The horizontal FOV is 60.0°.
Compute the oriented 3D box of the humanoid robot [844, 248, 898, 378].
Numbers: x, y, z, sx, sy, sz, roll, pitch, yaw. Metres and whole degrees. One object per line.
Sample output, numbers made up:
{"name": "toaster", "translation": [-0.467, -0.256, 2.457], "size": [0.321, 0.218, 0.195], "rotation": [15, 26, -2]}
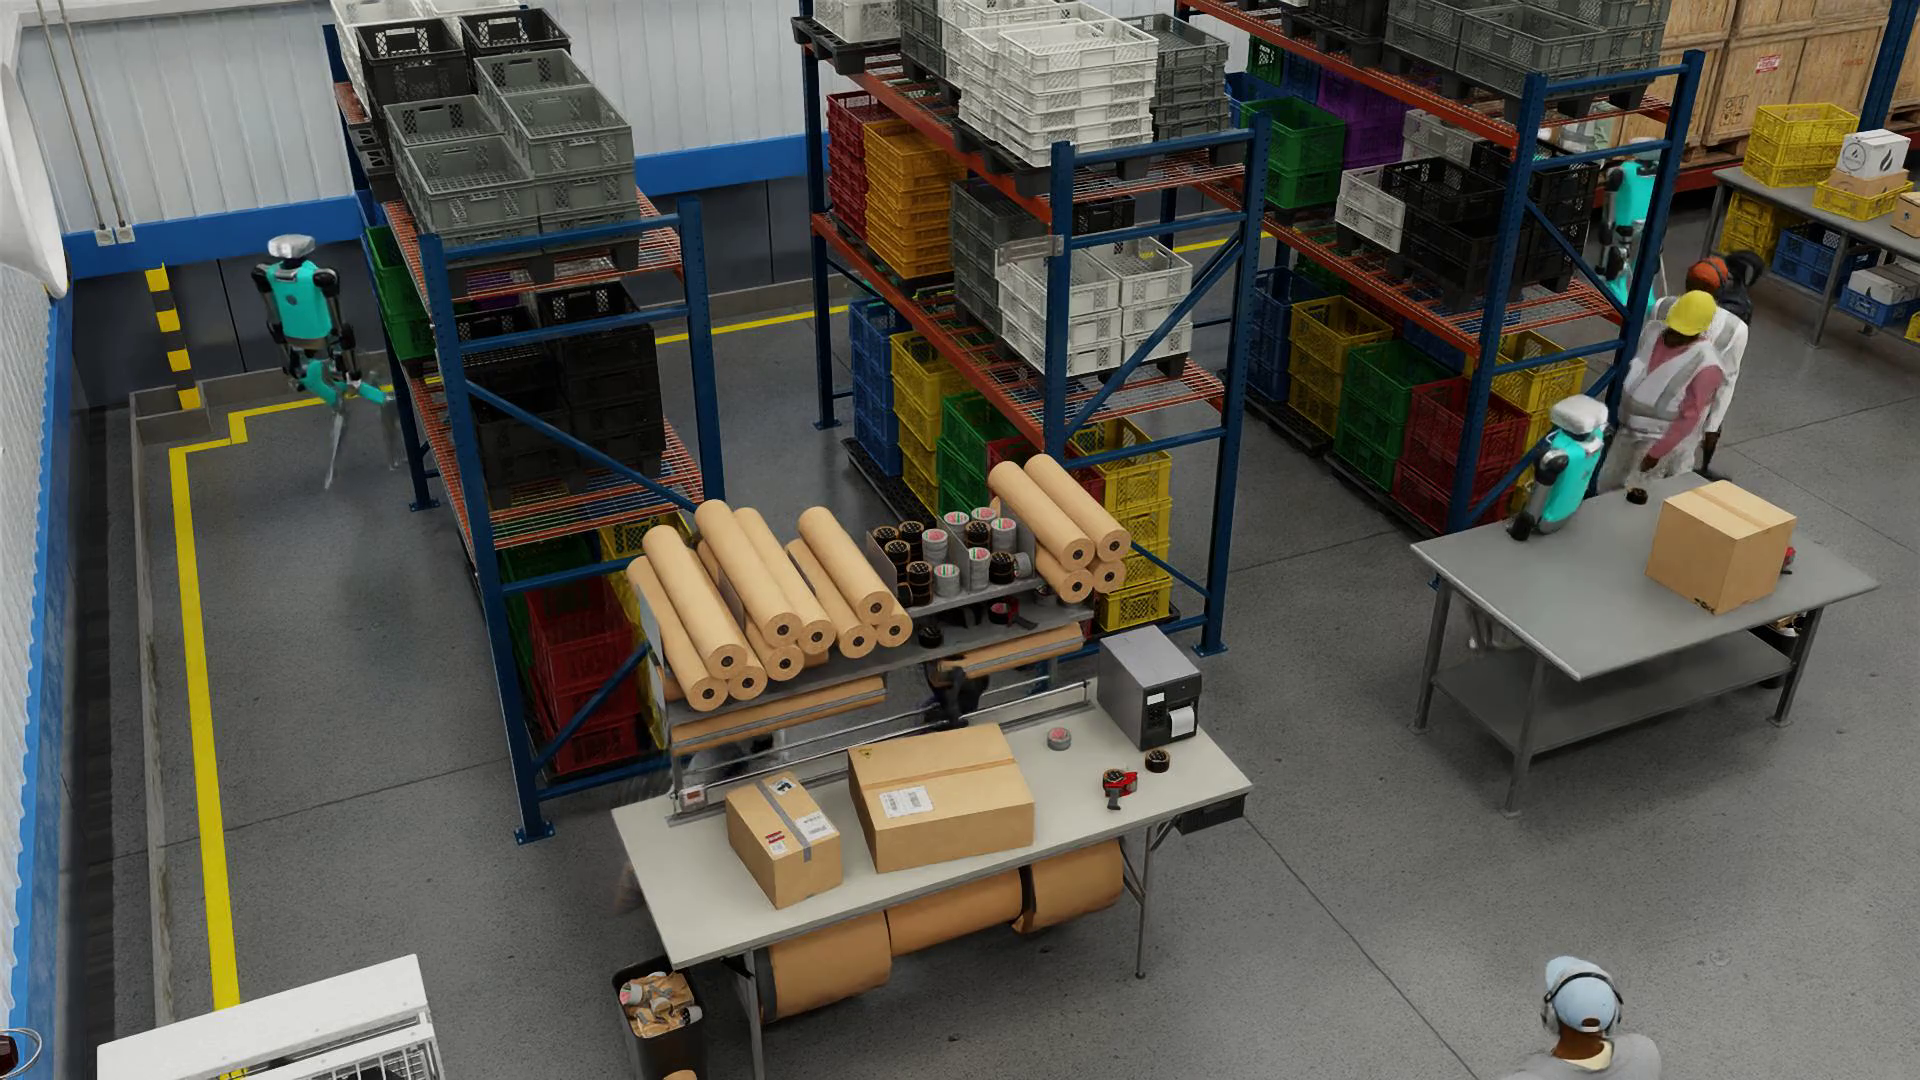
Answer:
{"name": "humanoid robot", "translation": [-0.619, -2.007, 11.836], "size": [0.797, 1.788, 0.555], "rotation": [-19, 36, -27]}

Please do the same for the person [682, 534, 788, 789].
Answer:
{"name": "person", "translation": [-1.063, 0.724, 7.329], "size": [0.647, 1.814, 0.779], "rotation": [27, 41, 37]}

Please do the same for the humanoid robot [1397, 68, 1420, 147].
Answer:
{"name": "humanoid robot", "translation": [3.660, -3.255, 13.899], "size": [0.315, 1.657, 0.599], "rotation": [1, 32, 1]}

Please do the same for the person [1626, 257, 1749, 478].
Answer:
{"name": "person", "translation": [4.145, -0.759, 9.661], "size": [0.573, 1.886, 0.355], "rotation": [27, 41, 37]}

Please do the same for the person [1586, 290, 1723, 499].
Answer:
{"name": "person", "translation": [3.906, -0.633, 9.558], "size": [0.521, 1.789, 0.645], "rotation": [-8, 32, -12]}

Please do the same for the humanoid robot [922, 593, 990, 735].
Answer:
{"name": "humanoid robot", "translation": [-0.013, 0.900, 7.208], "size": [0.783, 1.623, 0.600], "rotation": [1, 32, 2]}

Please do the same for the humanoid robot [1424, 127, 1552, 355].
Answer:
{"name": "humanoid robot", "translation": [3.771, -2.205, 12.192], "size": [1.024, 1.771, 0.538], "rotation": [16, 35, 24]}

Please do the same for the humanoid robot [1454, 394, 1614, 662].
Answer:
{"name": "humanoid robot", "translation": [2.816, -0.023, 8.621], "size": [0.563, 1.790, 0.812], "rotation": [-25, 39, -34]}

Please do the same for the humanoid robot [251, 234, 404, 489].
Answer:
{"name": "humanoid robot", "translation": [-3.919, -1.158, 10.505], "size": [0.530, 1.806, 0.809], "rotation": [5, 32, 8]}

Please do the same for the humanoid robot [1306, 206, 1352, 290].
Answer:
{"name": "humanoid robot", "translation": [2.845, -2.494, 12.700], "size": [0.481, 1.627, 0.610], "rotation": [18, 36, 26]}

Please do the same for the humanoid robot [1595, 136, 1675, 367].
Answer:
{"name": "humanoid robot", "translation": [4.785, -1.822, 11.575], "size": [0.530, 1.822, 0.864], "rotation": [-9, 33, -14]}

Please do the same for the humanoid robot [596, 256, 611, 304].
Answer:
{"name": "humanoid robot", "translation": [-2.408, -1.385, 10.896], "size": [0.701, 1.630, 0.596], "rotation": [17, 36, 26]}

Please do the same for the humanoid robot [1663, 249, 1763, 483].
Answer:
{"name": "humanoid robot", "translation": [4.671, -1.006, 10.259], "size": [0.429, 1.646, 0.614], "rotation": [17, 35, 25]}

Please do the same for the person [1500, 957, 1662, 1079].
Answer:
{"name": "person", "translation": [1.800, 2.013, 5.195], "size": [0.588, 1.850, 0.396], "rotation": [-12, 33, -18]}

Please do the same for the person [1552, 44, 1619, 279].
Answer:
{"name": "person", "translation": [4.954, -3.045, 13.315], "size": [0.381, 1.948, 0.603], "rotation": [-4, 32, -6]}
